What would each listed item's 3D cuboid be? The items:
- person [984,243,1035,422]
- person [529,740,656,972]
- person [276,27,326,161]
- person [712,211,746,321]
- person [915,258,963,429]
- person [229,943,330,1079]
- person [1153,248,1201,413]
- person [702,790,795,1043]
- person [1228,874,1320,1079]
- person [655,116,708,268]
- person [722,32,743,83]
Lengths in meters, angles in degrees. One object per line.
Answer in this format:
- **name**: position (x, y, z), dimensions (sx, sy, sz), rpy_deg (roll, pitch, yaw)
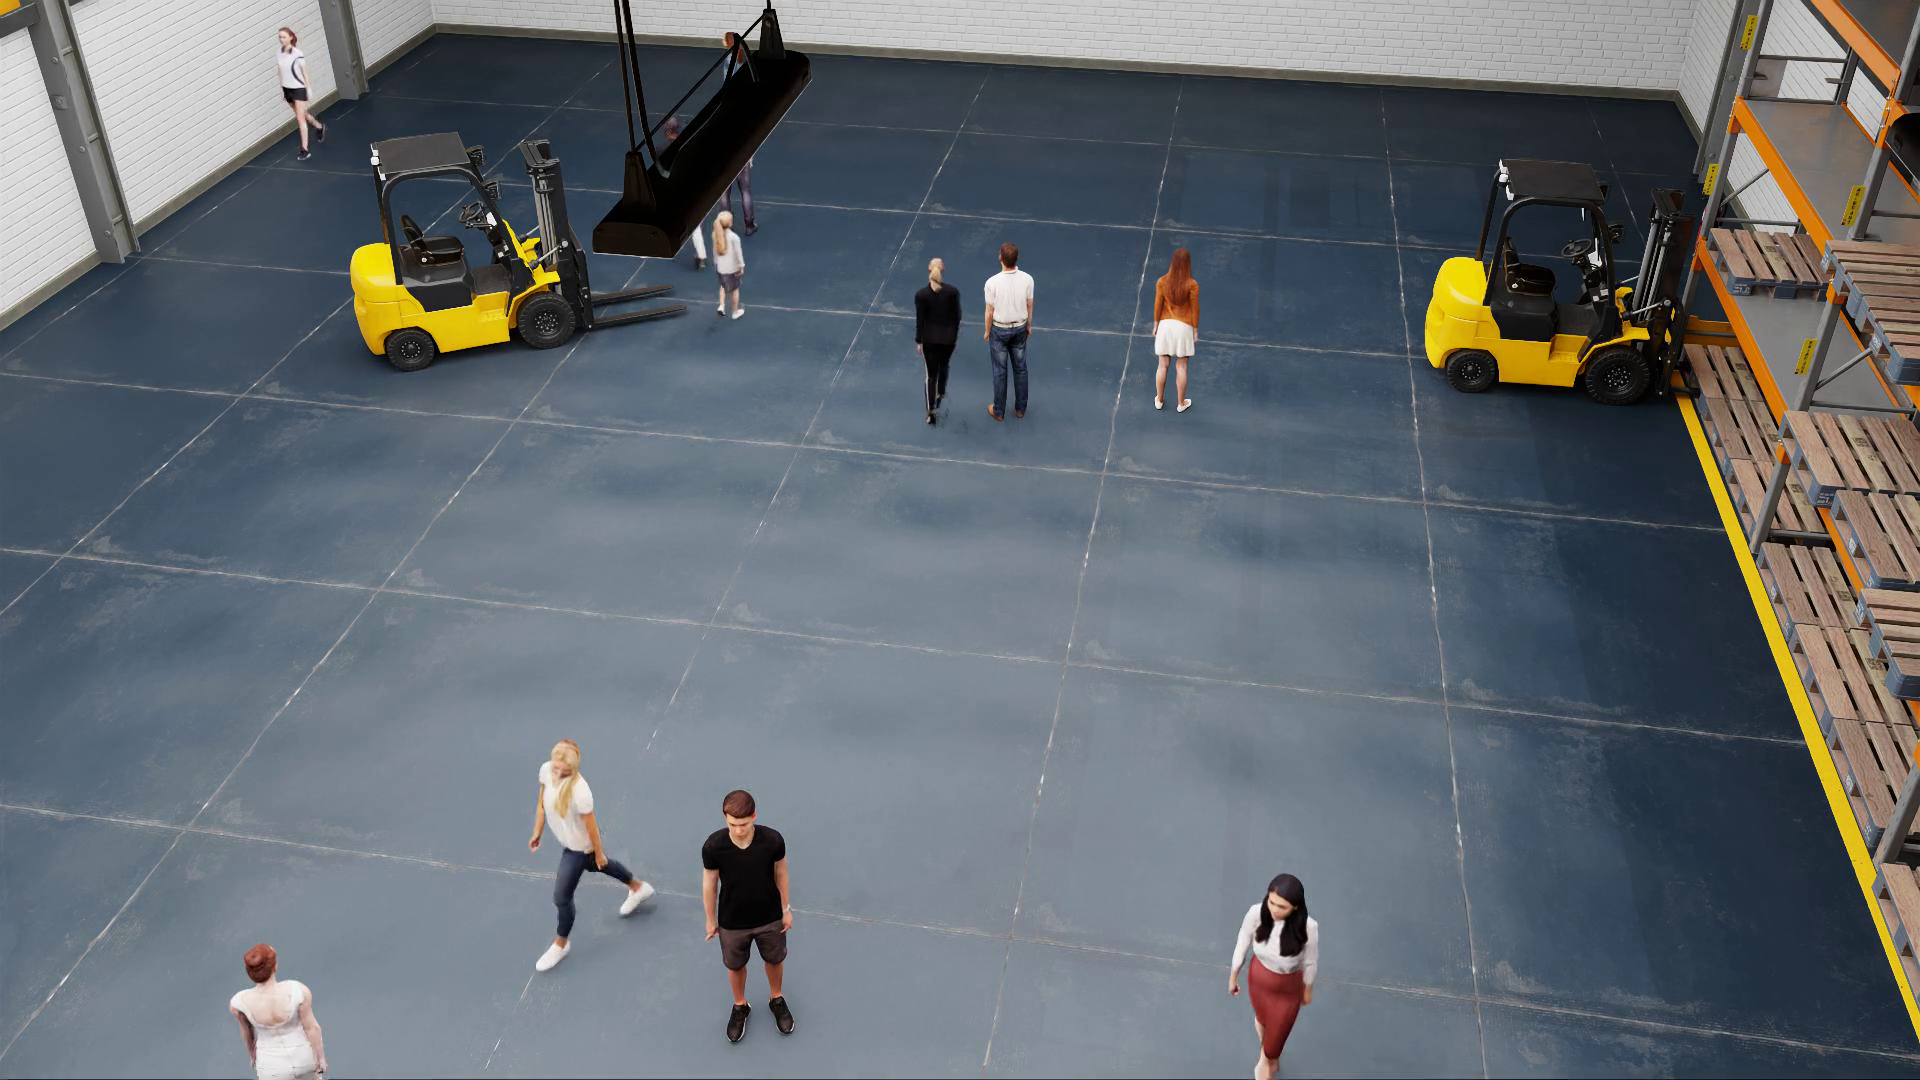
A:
- **person**: position (0.482, -2.051, 16.388), dimensions (0.746, 1.856, 0.737), rpy_deg (-10, 35, -14)
- **person**: position (-2.352, 1.880, 10.553), dimensions (1.195, 1.769, 1.105), rpy_deg (-21, 39, -29)
- **person**: position (-8.987, -6.119, 22.630), dimensions (0.601, 1.721, 1.125), rpy_deg (8, 34, 12)
- **person**: position (-2.590, -3.010, 18.362), dimensions (0.588, 1.268, 0.660), rpy_deg (13, 36, 18)
- **person**: position (-0.176, -1.900, 16.337), dimensions (0.749, 1.661, 0.831), rpy_deg (-9, 35, -13)
- **person**: position (-3.644, 2.907, 9.002), dimensions (0.835, 1.774, 1.013), rpy_deg (-9, 35, -14)
- **person**: position (2.148, -2.089, 16.565), dimensions (0.656, 1.723, 0.617), rpy_deg (11, 35, 16)
- **person**: position (-1.251, 2.215, 9.964), dimensions (0.757, 1.862, 0.707), rpy_deg (-6, 34, -8)
- **person**: position (1.841, 2.540, 9.596), dimensions (0.811, 1.728, 0.957), rpy_deg (19, 38, 27)
- **person**: position (-3.240, -4.031, 19.467), dimensions (1.233, 1.745, 1.286), rpy_deg (-21, 39, -29)
- **person**: position (-3.145, -6.334, 23.174), dimensions (0.652, 1.475, 0.501), rpy_deg (-1, 34, -2)
